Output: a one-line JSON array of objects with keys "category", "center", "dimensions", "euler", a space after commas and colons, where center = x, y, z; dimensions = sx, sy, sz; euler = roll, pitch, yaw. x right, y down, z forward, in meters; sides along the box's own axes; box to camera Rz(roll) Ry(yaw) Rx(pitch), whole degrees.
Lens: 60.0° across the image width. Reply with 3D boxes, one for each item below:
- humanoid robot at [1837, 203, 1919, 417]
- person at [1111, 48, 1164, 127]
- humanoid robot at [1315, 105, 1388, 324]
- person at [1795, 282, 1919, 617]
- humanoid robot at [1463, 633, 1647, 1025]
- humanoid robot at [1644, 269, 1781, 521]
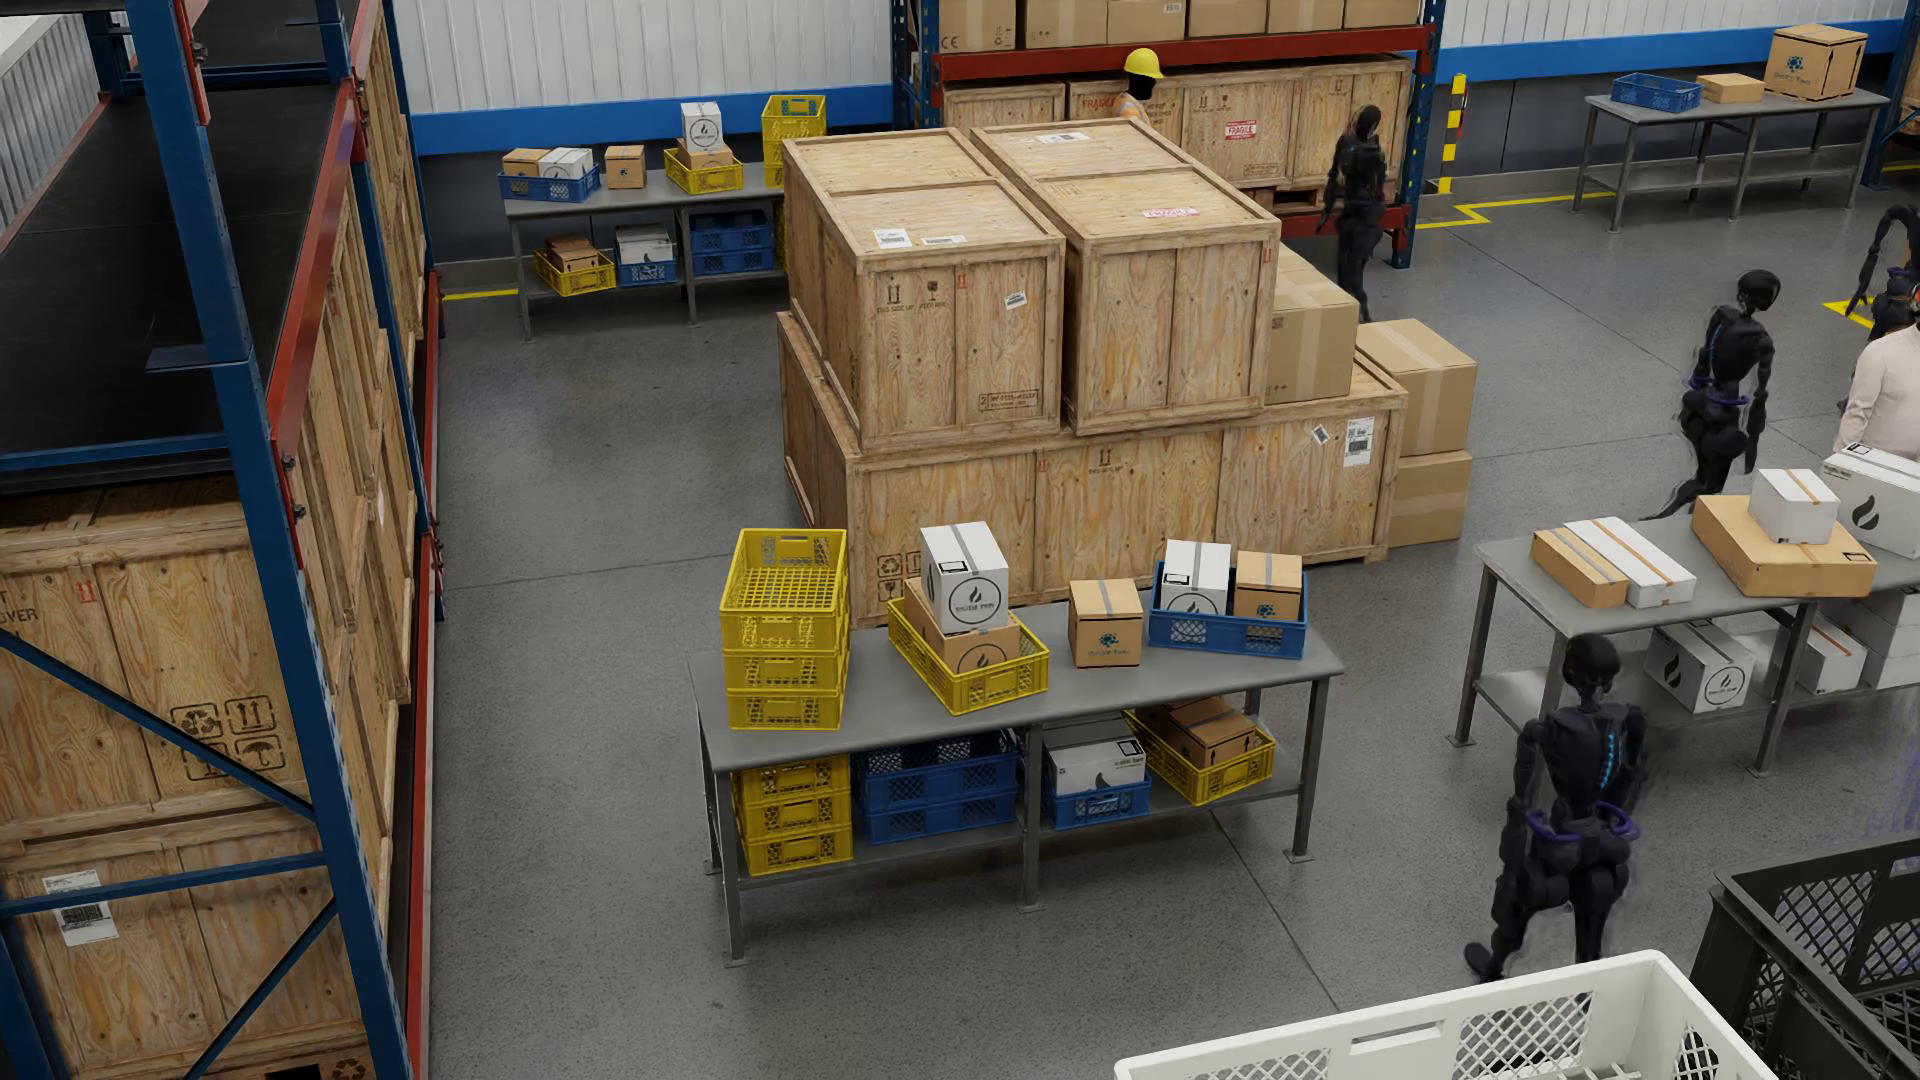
[{"category": "humanoid robot", "center": [5.972, -1.549, 10.474], "dimensions": [0.661, 1.635, 0.370], "euler": [10, 30, 18]}, {"category": "person", "center": [1.250, -2.615, 12.148], "dimensions": [0.379, 1.924, 0.587], "euler": [1, 29, 3]}, {"category": "humanoid robot", "center": [2.816, -2.271, 11.790], "dimensions": [0.383, 1.637, 0.601], "euler": [-11, 31, -18]}, {"category": "person", "center": [4.499, -0.374, 8.023], "dimensions": [0.614, 1.986, 0.405], "euler": [-6, 29, -10]}, {"category": "humanoid robot", "center": [2.120, 1.094, 5.729], "dimensions": [0.580, 1.624, 0.791], "euler": [-6, 29, -11]}, {"category": "humanoid robot", "center": [4.024, -0.661, 8.853], "dimensions": [0.359, 1.650, 0.618], "euler": [-4, 29, -8]}]
